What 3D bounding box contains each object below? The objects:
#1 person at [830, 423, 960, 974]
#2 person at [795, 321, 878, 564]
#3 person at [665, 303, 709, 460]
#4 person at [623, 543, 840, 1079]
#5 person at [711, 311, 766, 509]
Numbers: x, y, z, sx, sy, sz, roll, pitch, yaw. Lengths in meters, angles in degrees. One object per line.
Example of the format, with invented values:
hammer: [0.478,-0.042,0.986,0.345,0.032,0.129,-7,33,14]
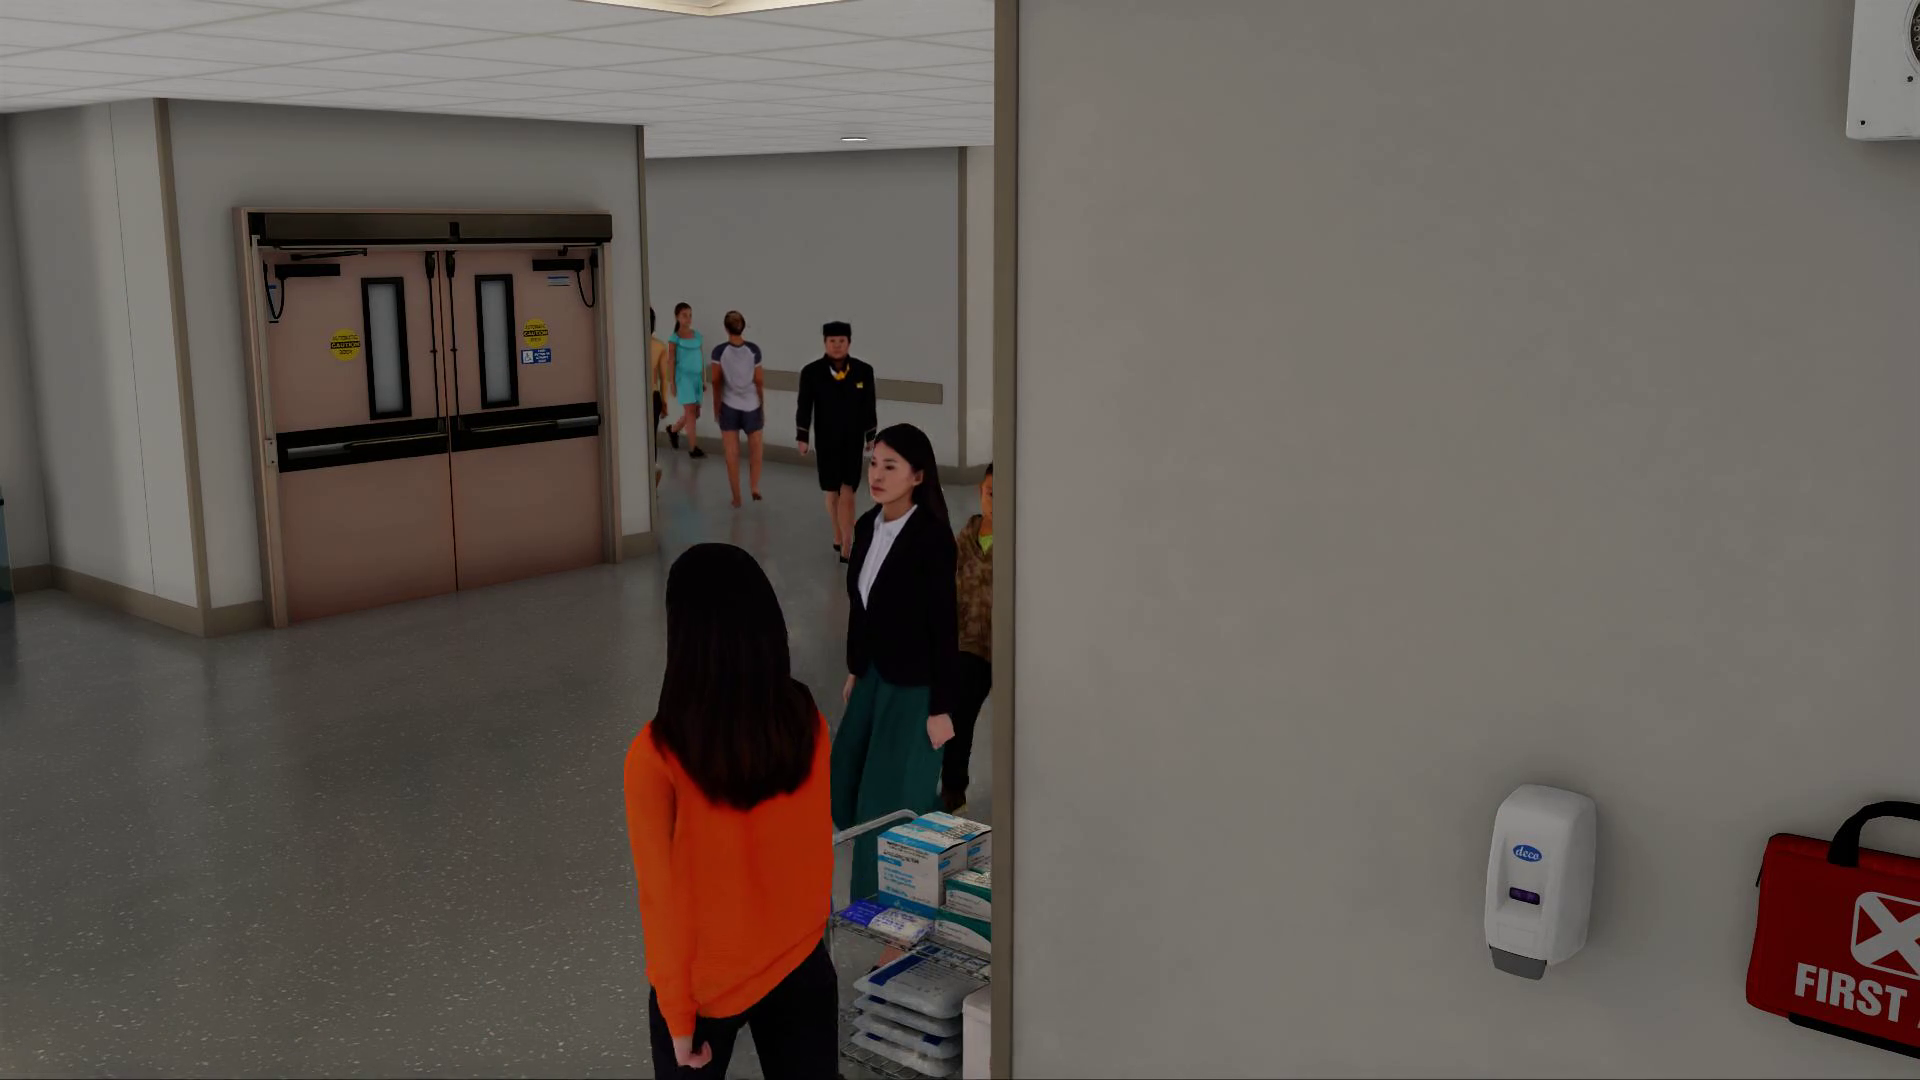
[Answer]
person: [-0.135,0.499,5.167,0.873,1.720,0.660,-10,15,-43]
person: [-0.837,-0.653,11.498,1.124,1.623,1.191,-1,11,-4]
person: [-2.760,-1.595,16.678,0.897,1.543,0.658,-10,15,-43]
person: [-0.354,0.879,3.178,1.083,1.717,0.822,-8,13,-35]
person: [-1.798,-1.055,13.655,0.679,1.610,0.752,-2,11,-11]
